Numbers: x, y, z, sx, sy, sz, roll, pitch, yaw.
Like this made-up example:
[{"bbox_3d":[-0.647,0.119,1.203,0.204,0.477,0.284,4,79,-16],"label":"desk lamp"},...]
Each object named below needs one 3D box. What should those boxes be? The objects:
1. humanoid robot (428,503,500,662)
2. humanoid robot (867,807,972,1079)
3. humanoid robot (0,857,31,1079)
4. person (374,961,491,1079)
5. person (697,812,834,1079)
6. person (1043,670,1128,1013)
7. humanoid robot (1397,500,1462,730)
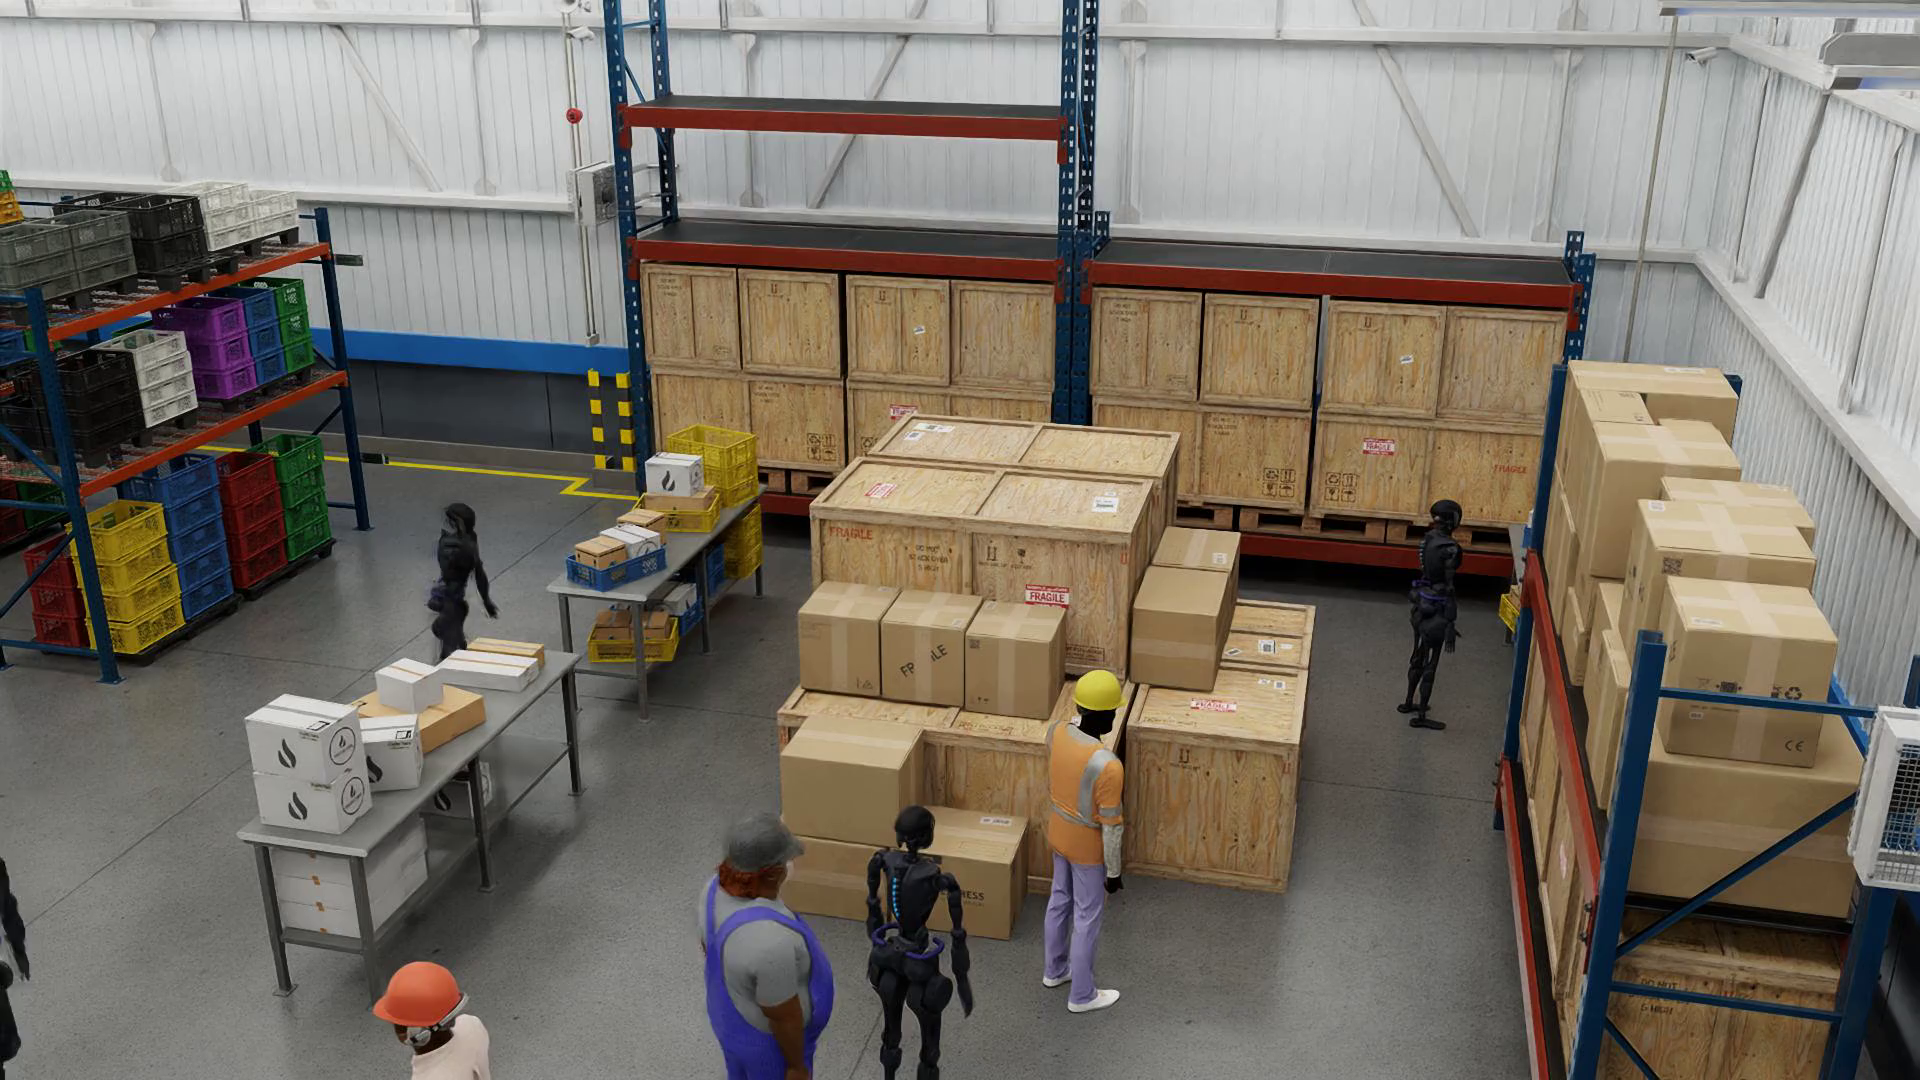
[{"bbox_3d":[-3.591,0.504,11.813,0.677,1.604,0.605,0,21,0],"label":"humanoid robot"},{"bbox_3d":[-0.219,2.004,7.829,0.579,1.653,0.317,14,25,32],"label":"humanoid robot"},{"bbox_3d":[-4.642,2.039,7.743,0.511,1.627,0.643,1,21,4],"label":"humanoid robot"},{"bbox_3d":[-1.906,2.442,6.243,0.375,1.994,0.607,0,21,0],"label":"person"},{"bbox_3d":[-0.799,2.067,7.160,0.536,2.000,0.688,-13,25,-31],"label":"person"},{"bbox_3d":[0.662,1.560,8.663,0.399,1.919,0.579,-13,25,-31],"label":"person"},{"bbox_3d":[3.357,0.502,11.738,0.328,1.657,0.601,-1,21,-3],"label":"humanoid robot"}]
